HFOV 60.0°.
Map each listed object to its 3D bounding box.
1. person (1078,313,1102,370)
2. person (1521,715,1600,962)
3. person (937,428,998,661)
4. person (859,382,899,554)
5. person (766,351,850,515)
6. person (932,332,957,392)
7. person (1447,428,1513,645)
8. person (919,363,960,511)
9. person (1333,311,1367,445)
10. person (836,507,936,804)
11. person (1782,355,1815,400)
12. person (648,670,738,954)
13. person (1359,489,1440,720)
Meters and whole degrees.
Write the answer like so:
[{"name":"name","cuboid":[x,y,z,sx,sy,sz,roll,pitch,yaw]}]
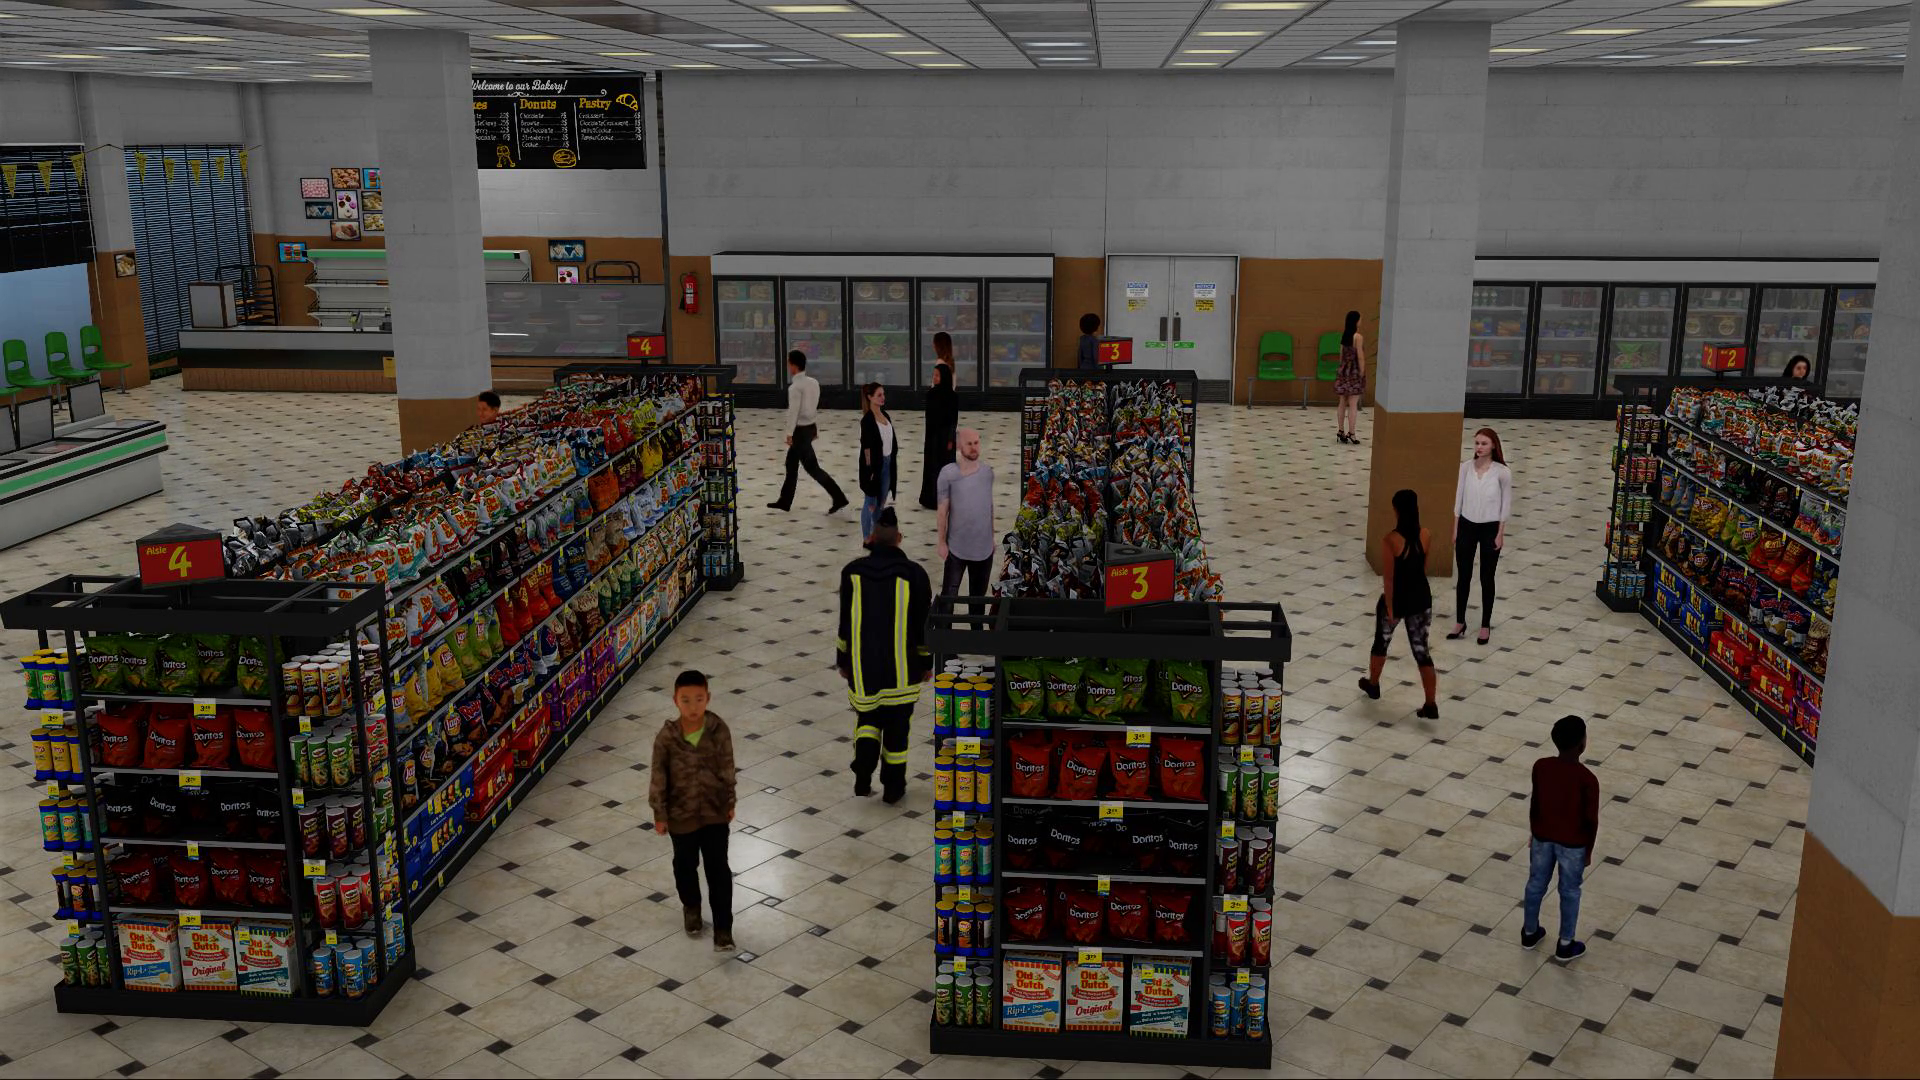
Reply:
[{"name":"person","cuboid":[1.750,-2.218,22.560,0.715,1.710,0.619,-7,15,-28]},{"name":"person","cuboid":[2.991,1.476,8.299,0.576,1.254,0.618,11,18,39]},{"name":"person","cuboid":[0.067,0.023,13.052,0.768,1.837,0.792,-8,16,-30]},{"name":"person","cuboid":[-0.836,-0.728,16.475,0.774,1.684,0.643,8,16,29]},{"name":"person","cuboid":[-1.592,-1.105,17.866,0.906,1.760,1.211,4,14,16]},{"name":"person","cuboid":[-0.176,-1.578,19.746,0.696,1.792,0.535,4,14,18]},{"name":"person","cuboid":[4.207,-0.038,13.469,0.669,1.760,0.672,10,17,35]},{"name":"person","cuboid":[-0.209,-1.149,18.357,0.760,1.615,0.708,-13,19,-43]},{"name":"person","cuboid":[5.234,-2.181,22.274,0.857,1.773,0.778,-7,15,-26]},{"name":"person","cuboid":[-0.476,0.731,10.086,0.786,1.859,0.758,2,14,7]},{"name":"person","cuboid":[8.891,-1.094,17.906,0.677,1.720,1.166,0,14,2]},{"name":"person","cuboid":[-1.348,1.345,8.464,0.791,1.430,0.992,-3,14,-14]},{"name":"person","cuboid":[3.175,0.478,11.643,0.825,1.617,1.180,-3,14,-14]}]
